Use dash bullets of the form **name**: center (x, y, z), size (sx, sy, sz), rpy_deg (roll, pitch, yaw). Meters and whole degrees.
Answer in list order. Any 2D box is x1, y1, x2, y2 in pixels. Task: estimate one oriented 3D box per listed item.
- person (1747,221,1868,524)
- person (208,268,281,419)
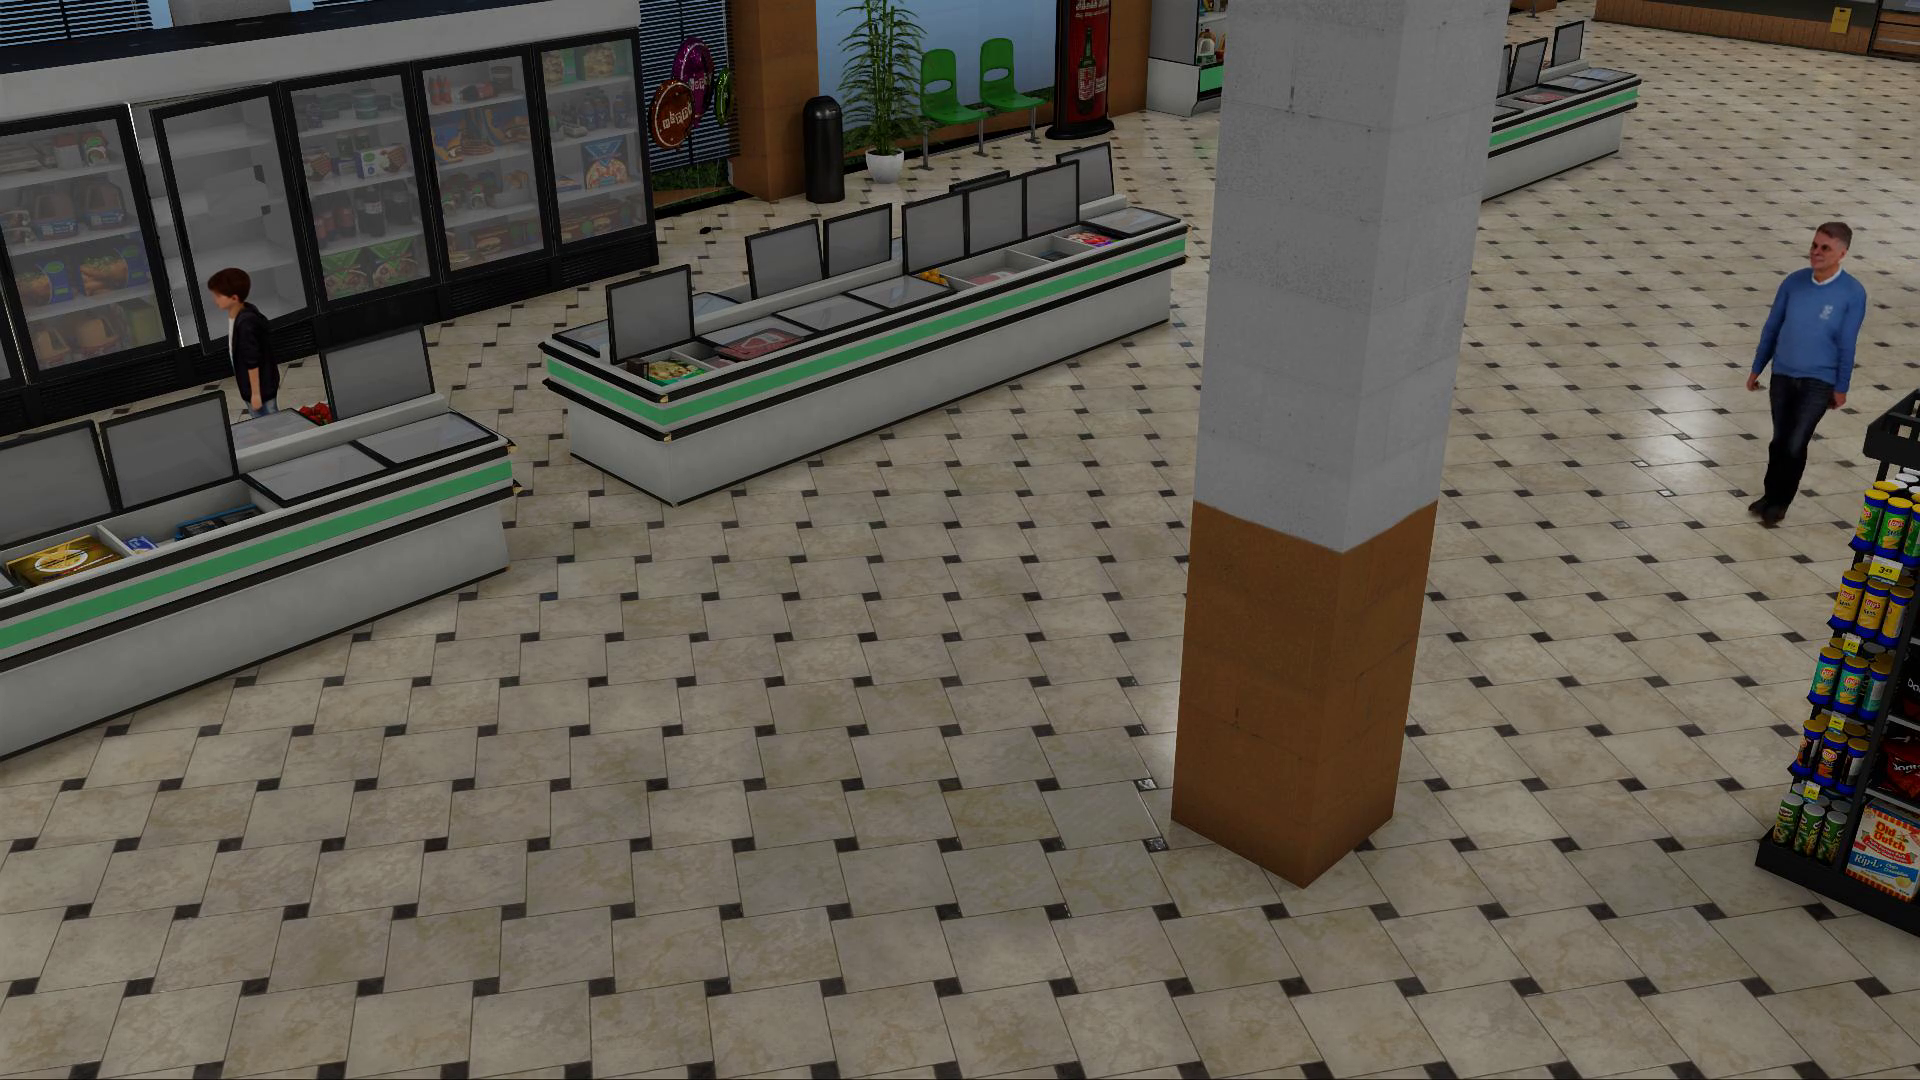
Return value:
- **person**: center (4.958, -0.981, 9.671), size (0.692, 1.801, 0.721), rpy_deg (-18, 32, -31)
- **person**: center (-4.218, -0.936, 9.976), size (0.585, 1.445, 0.586), rpy_deg (-14, 30, -26)
